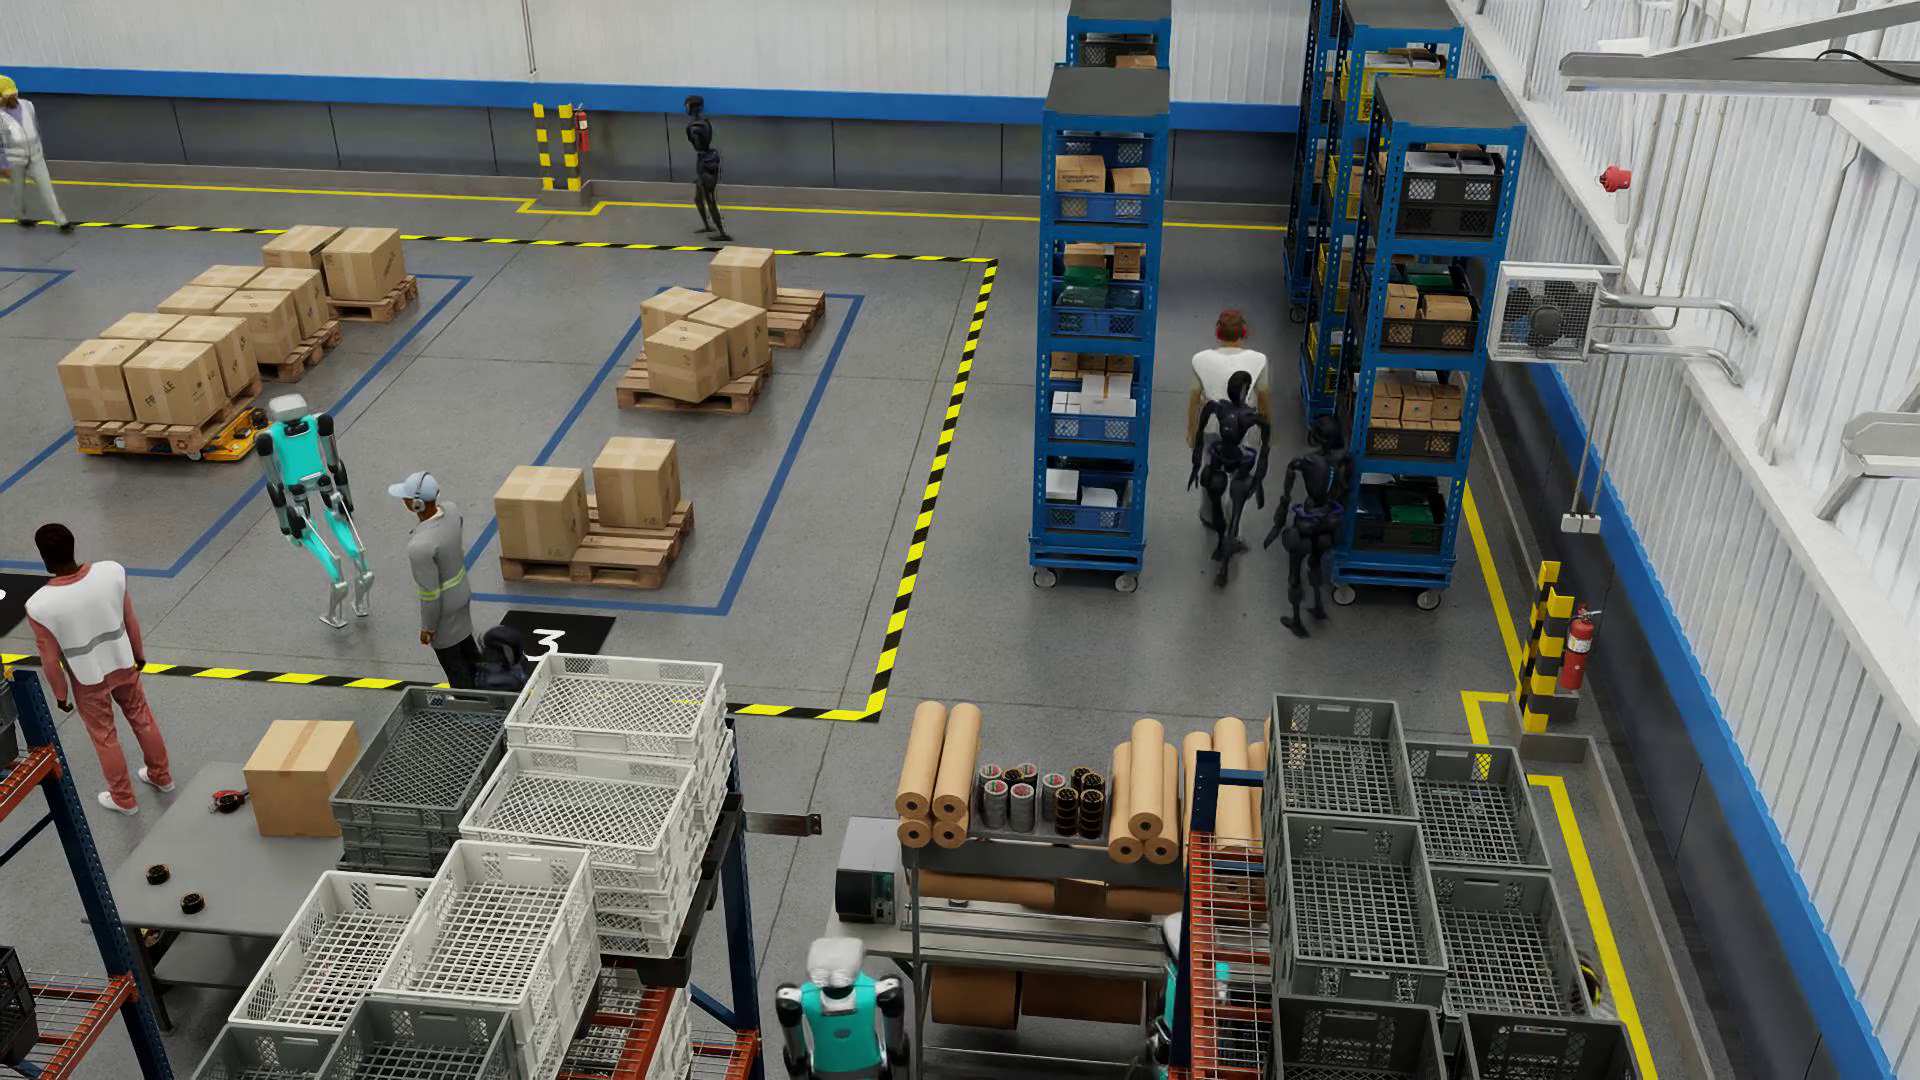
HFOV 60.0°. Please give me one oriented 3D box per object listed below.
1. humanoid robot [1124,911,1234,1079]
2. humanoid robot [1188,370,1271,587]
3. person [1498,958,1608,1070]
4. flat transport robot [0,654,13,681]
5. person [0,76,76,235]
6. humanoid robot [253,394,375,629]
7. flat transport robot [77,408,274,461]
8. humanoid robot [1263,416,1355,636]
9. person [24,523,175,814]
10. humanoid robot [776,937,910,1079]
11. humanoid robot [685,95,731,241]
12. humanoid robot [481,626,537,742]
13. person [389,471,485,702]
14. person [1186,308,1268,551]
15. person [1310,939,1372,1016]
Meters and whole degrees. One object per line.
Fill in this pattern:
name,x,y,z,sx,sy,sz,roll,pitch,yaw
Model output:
humanoid robot,0.809,2.404,7.161,0.655,1.874,0.549,-10,32,-16
humanoid robot,1.943,-0.478,12.121,0.594,1.626,0.730,14,33,23
person,2.436,2.406,6.983,0.517,1.836,0.908,6,31,10
flat transport robot,-7.142,0.969,11.010,1.431,0.231,0.659,3,30,6
person,-10.445,-4.279,18.523,0.944,1.778,0.610,20,36,30
humanoid robot,-4.310,-0.137,11.316,0.533,1.677,0.735,-25,38,-36
flat transport robot,-6.728,-0.944,14.268,1.431,0.197,0.652,3,30,6
humanoid robot,2.400,-0.097,11.434,0.601,1.656,0.331,-10,32,-17
person,-5.038,0.758,9.746,0.394,1.911,0.579,21,36,31
humanoid robot,-0.485,2.269,7.378,0.549,1.832,0.899,-1,30,-2
humanoid robot,-2.819,-4.073,18.279,0.536,1.645,0.609,0,30,0
humanoid robot,-2.469,1.193,9.271,0.794,1.623,0.598,2,30,3
person,-3.252,0.390,10.429,0.365,1.852,0.589,2,30,4
person,2.008,-0.817,12.545,0.598,1.816,0.684,5,31,8
person,1.604,2.194,7.337,0.447,1.849,0.520,-11,32,-19
